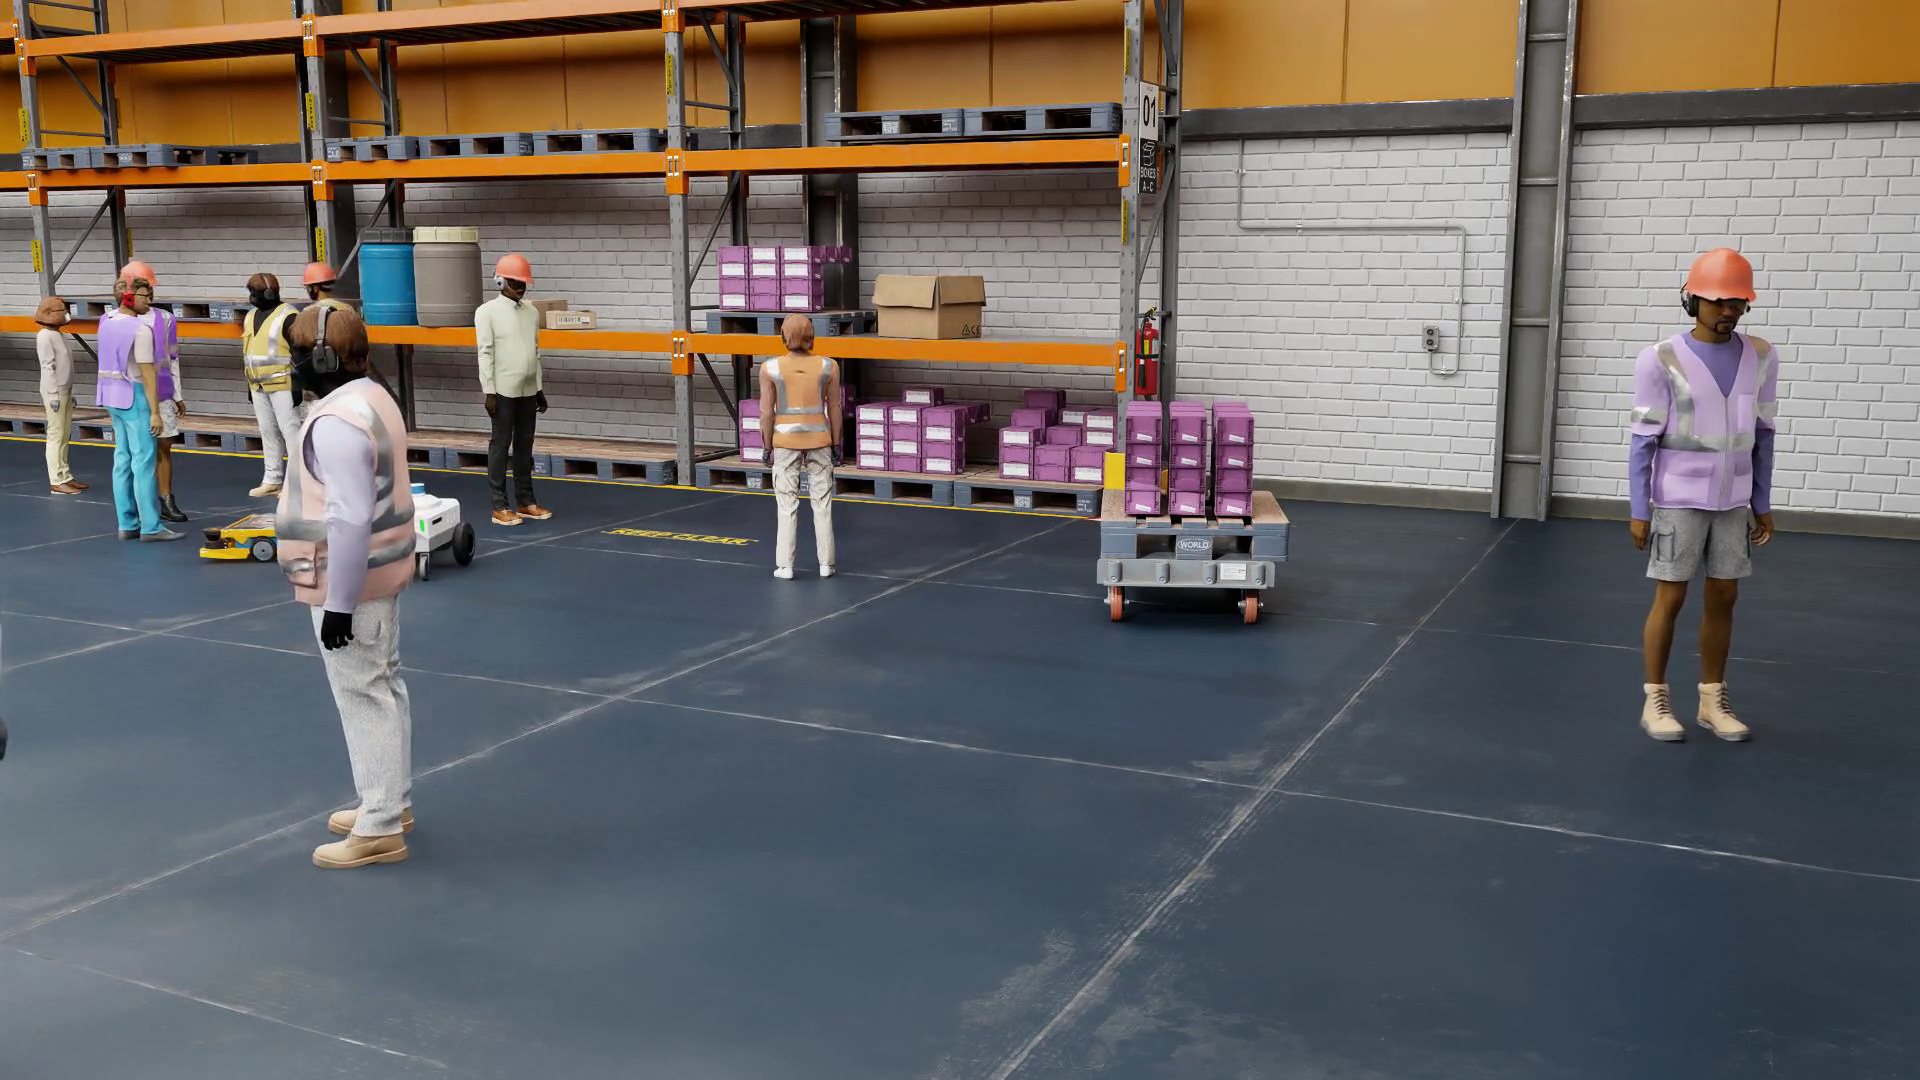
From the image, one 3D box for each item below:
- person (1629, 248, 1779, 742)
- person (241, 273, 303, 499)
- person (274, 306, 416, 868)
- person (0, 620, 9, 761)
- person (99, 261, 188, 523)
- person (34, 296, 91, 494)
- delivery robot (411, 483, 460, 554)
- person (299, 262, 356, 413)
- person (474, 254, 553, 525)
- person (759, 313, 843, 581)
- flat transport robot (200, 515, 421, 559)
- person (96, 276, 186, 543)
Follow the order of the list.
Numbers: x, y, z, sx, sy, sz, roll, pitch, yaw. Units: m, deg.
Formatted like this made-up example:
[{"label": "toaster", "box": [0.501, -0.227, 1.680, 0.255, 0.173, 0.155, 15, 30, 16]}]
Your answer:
[{"label": "person", "box": [3.051, -0.167, 6.822, 0.612, 2.029, 0.406, -1, 10, -7]}, {"label": "person", "box": [-5.578, -1.244, 13.521, 0.629, 1.836, 0.429, 6, 11, 29]}, {"label": "person", "box": [-2.022, 0.154, 5.504, 0.429, 1.841, 0.634, -2, 10, -10]}, {"label": "person", "box": [-2.581, 0.410, 3.858, 0.652, 1.904, 0.402, -6, 12, -31]}, {"label": "person", "box": [-5.977, -1.069, 12.226, 0.362, 1.936, 0.552, 9, 13, 41]}, {"label": "person", "box": [-7.501, -1.205, 13.868, 0.280, 1.636, 0.502, -2, 10, -13]}, {"label": "delivery robot", "box": [-3.401, -0.111, 10.432, 0.477, 0.478, 0.707, 0, 10, 2]}, {"label": "person", "box": [-5.401, -1.415, 14.268, 0.437, 1.913, 0.584, 5, 11, 29]}, {"label": "person", "box": [-3.305, -1.114, 12.336, 0.384, 1.991, 0.609, 5, 11, 28]}, {"label": "person", "box": [-0.968, -0.563, 10.179, 0.514, 1.642, 0.307, -2, 10, -14]}, {"label": "flat transport robot", "box": [-4.225, -0.039, 11.098, 1.431, 0.197, 0.652, -1, 10, -6]}, {"label": "person", "box": [-5.730, -0.896, 11.508, 0.564, 1.841, 0.395, 7, 12, 34]}]
